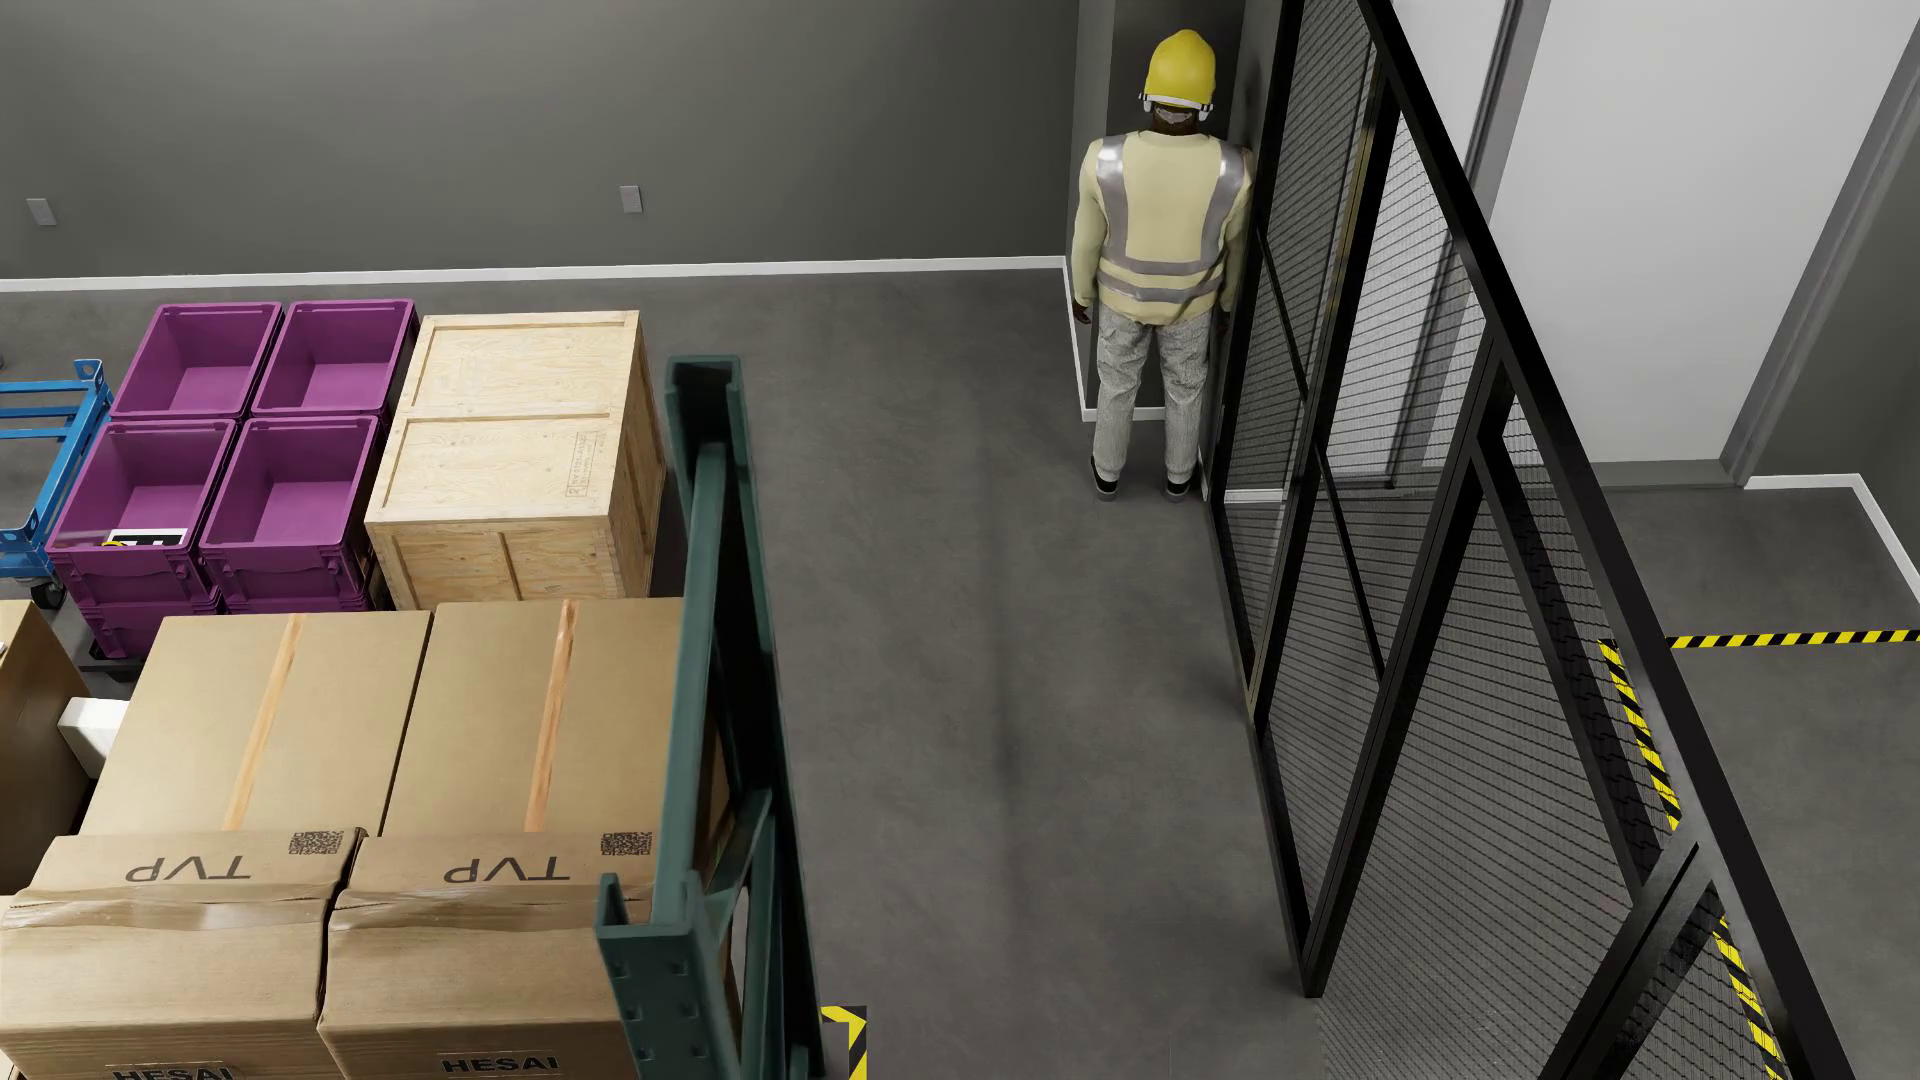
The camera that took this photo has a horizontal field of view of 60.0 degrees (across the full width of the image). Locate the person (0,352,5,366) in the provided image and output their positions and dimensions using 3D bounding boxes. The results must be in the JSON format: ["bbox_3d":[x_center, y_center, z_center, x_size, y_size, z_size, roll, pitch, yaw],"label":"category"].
[{"bbox_3d":[-4.032,-1.277,5.976,0.371,1.939,0.629,-2,46,-2],"label":"person"}]

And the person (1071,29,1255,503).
[{"bbox_3d":[0.675,-0.870,5.659,0.600,1.830,0.403,4,46,4],"label":"person"}]
